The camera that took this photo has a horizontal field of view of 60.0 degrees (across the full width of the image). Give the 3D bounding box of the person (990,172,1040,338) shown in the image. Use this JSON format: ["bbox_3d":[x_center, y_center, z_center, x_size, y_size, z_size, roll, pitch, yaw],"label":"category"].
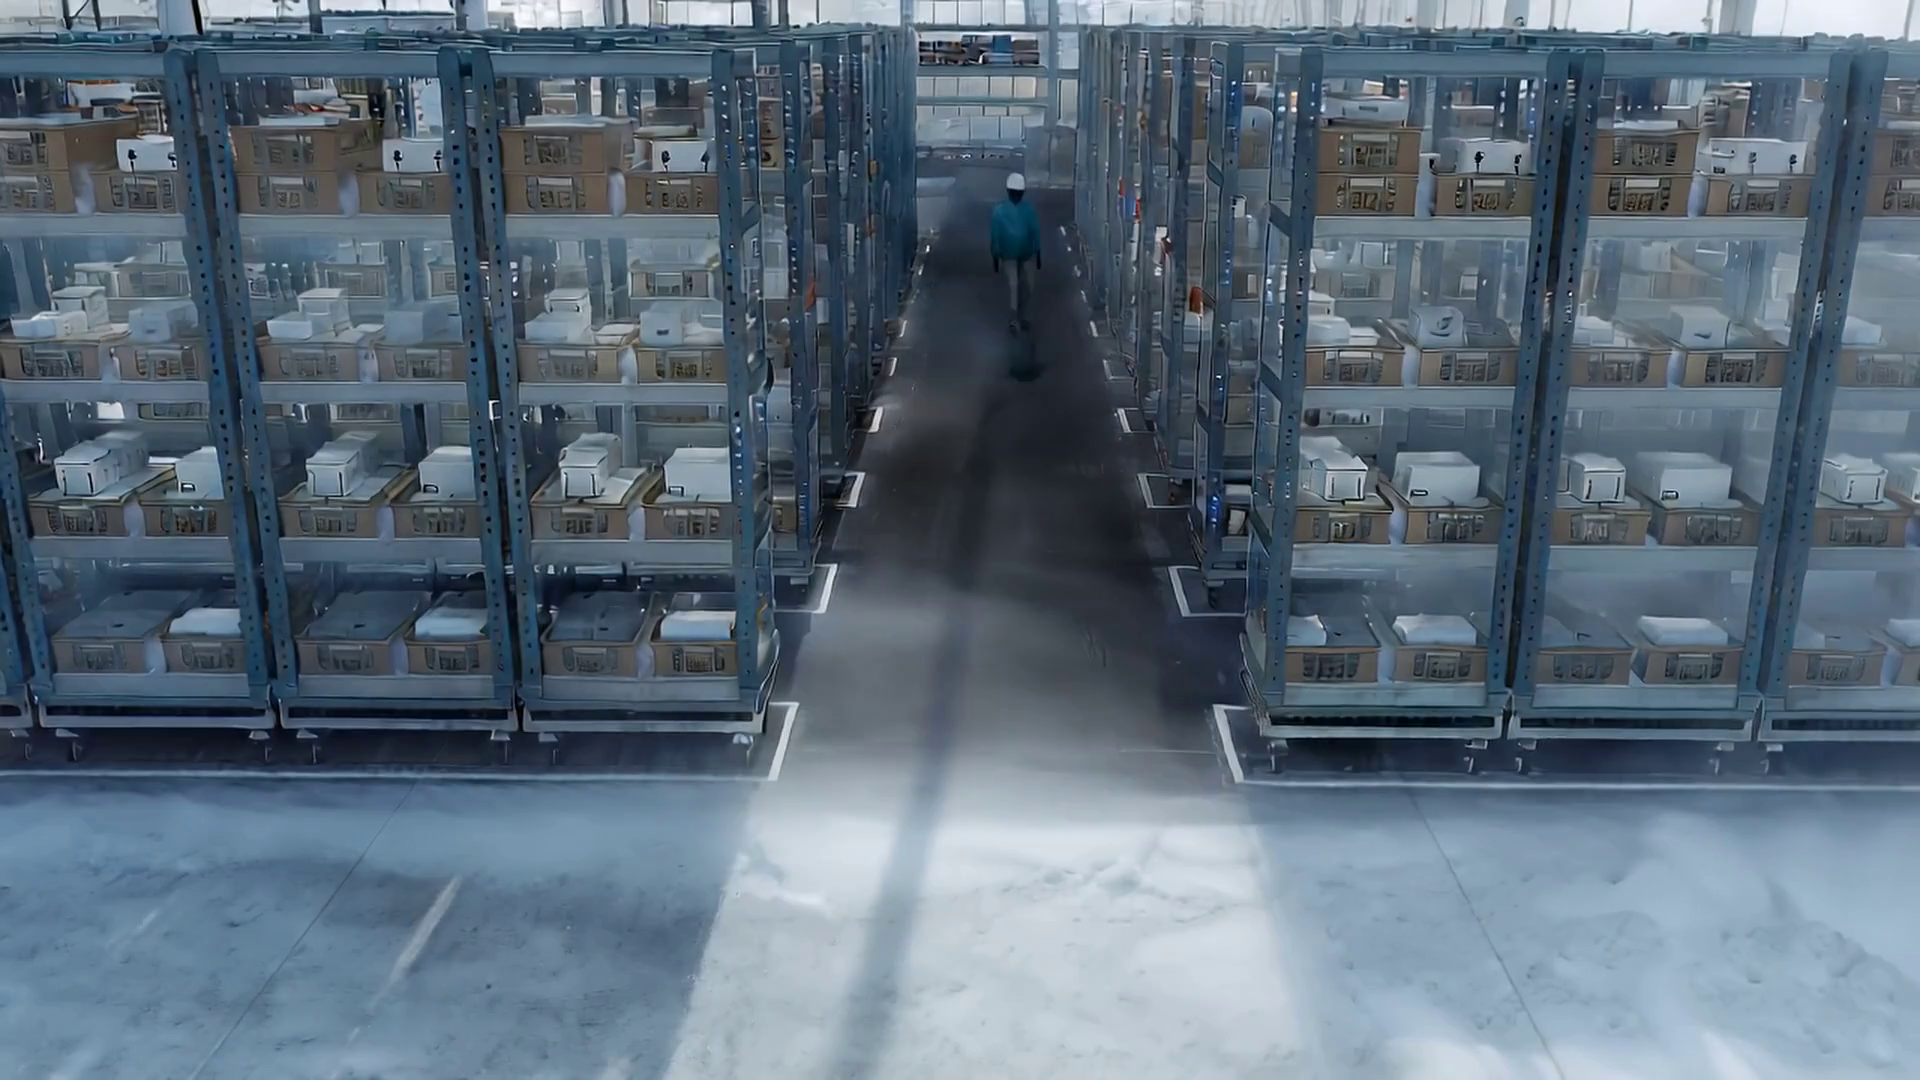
[{"bbox_3d":[0.656,-3.446,20.104,0.636,1.973,0.513,-5,18,-16],"label":"person"}]

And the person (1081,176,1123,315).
[{"bbox_3d":[1.874,-3.806,21.521,0.673,1.809,0.615,-2,17,-5],"label":"person"}]
